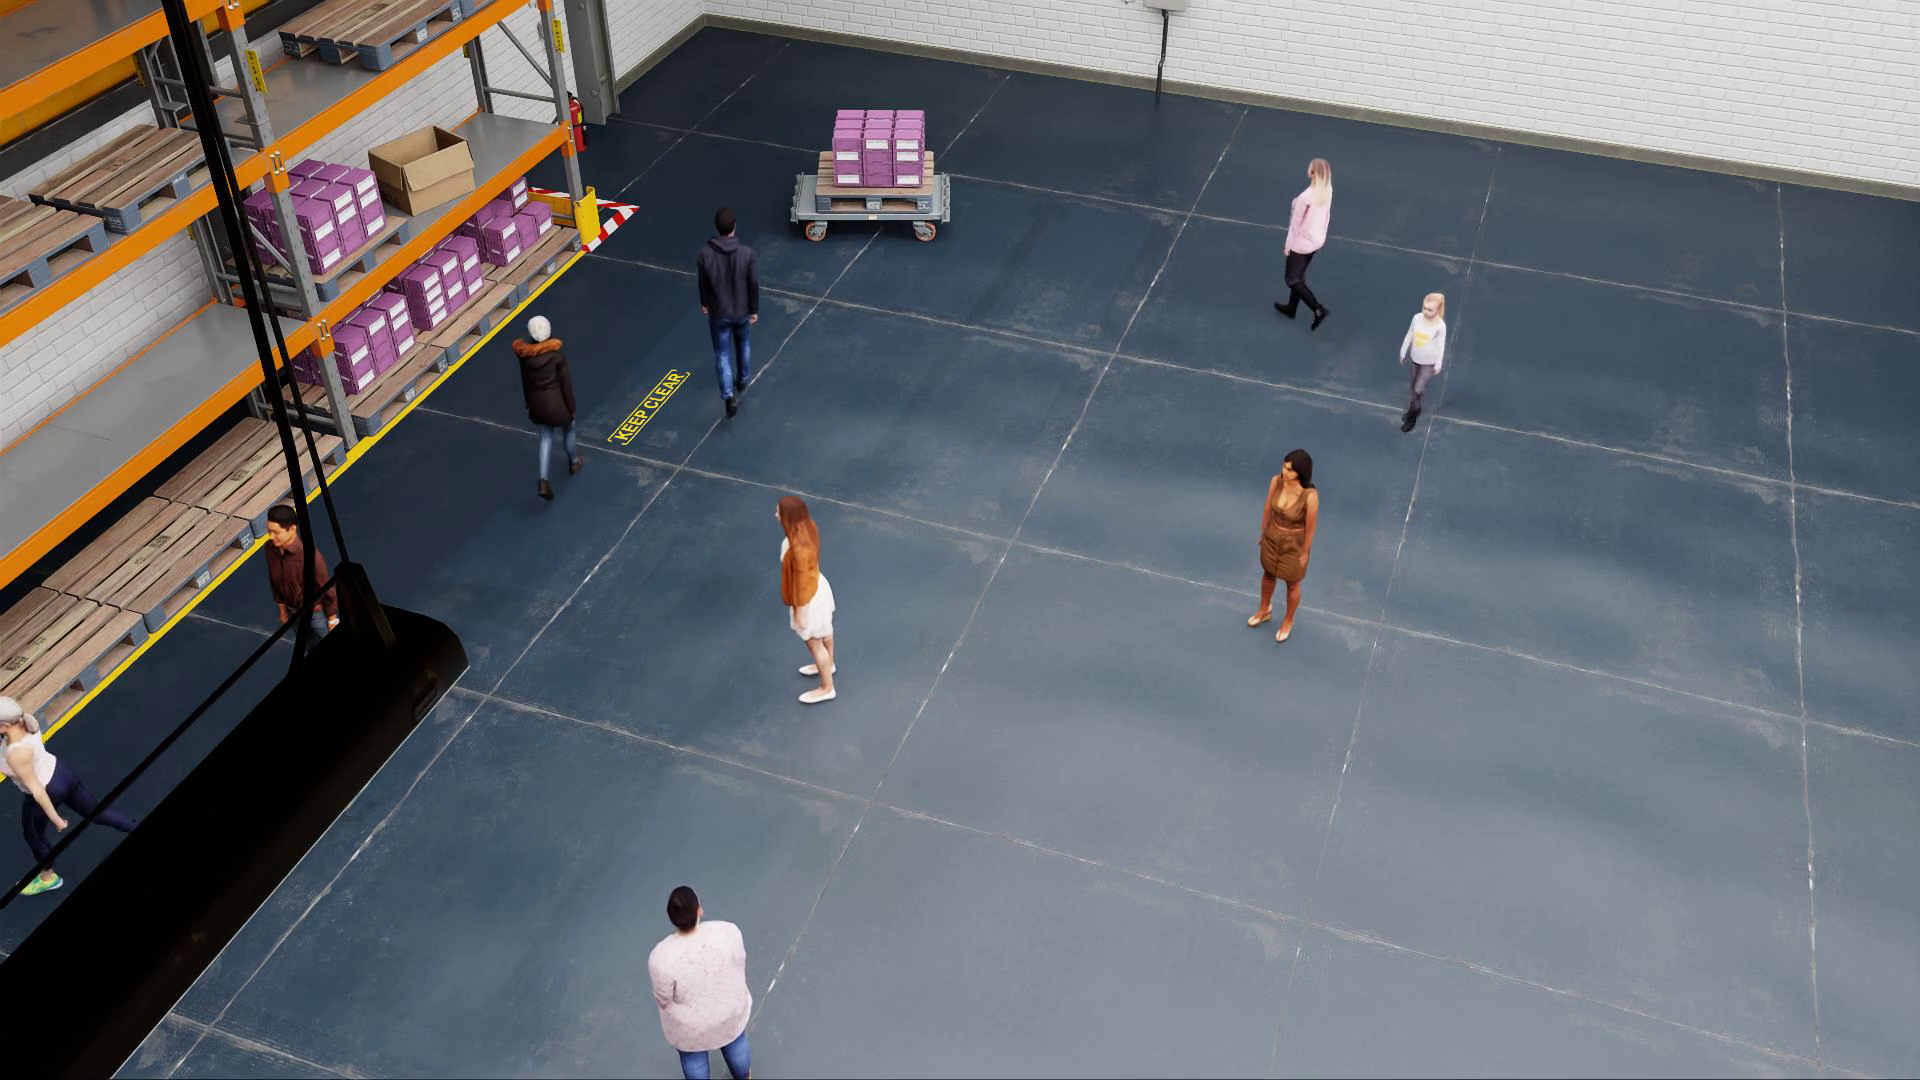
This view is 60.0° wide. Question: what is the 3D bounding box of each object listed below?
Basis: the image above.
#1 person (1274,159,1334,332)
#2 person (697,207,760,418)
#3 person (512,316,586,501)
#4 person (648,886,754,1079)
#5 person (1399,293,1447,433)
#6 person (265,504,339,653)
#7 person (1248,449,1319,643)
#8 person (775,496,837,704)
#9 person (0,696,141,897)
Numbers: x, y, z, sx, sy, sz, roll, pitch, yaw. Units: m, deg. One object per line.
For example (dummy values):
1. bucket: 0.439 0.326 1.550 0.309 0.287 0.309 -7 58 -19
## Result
1. person: 3.290 -2.738 15.554 0.964 1.672 0.934 -27 46 -30
2. person: -2.006 -1.948 14.410 1.035 1.866 1.228 -6 39 -7
3. person: -3.351 -1.060 13.502 0.740 1.610 1.058 5 39 6
4. person: -1.383 2.480 8.964 0.798 1.743 0.851 -15 41 -18
5. person: 4.059 -1.597 14.448 0.717 1.270 0.639 -30 47 -32
6. person: -4.469 0.474 11.444 0.641 1.782 0.501 13 41 16
7. person: 2.374 0.028 12.079 0.637 1.686 0.636 31 48 33
8. person: -1.038 0.391 11.605 0.747 1.712 0.637 -1 39 -1
9. person: -5.466 1.541 10.210 1.122 1.656 1.228 -7 39 -8
